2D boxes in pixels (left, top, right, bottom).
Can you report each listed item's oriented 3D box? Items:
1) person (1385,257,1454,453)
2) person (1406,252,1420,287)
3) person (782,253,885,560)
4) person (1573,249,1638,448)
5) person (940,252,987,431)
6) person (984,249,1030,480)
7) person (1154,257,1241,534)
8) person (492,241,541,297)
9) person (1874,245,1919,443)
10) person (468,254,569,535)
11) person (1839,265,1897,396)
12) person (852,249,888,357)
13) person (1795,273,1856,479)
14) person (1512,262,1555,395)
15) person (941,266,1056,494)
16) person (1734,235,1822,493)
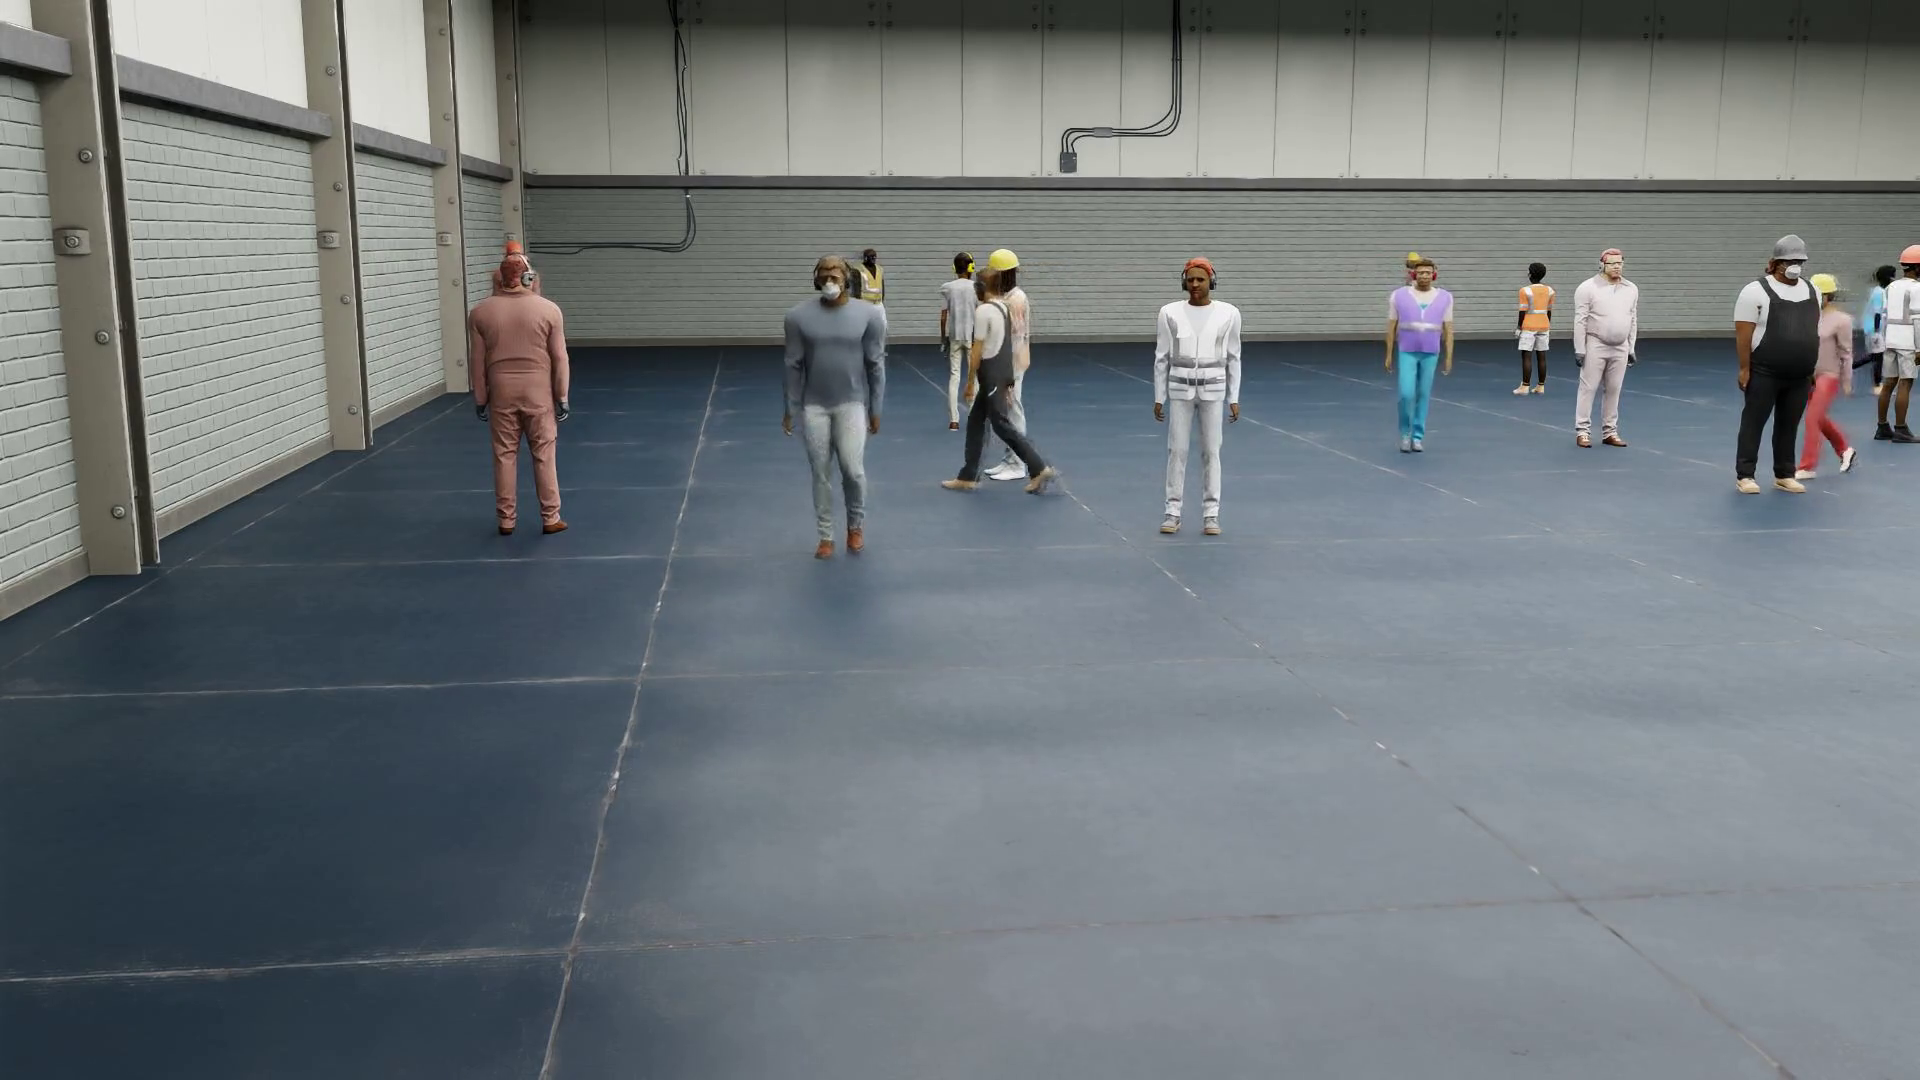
[{"bbox_3d":[4.310,-1.719,15.563,0.604,1.824,0.606,1,10,6],"label":"person"},{"bbox_3d":[8.073,-4.256,29.716,0.307,1.745,0.484,4,11,23],"label":"person"},{"bbox_3d":[-0.796,-0.819,10.405,0.635,1.925,0.439,1,10,6],"label":"person"},{"bbox_3d":[6.237,-1.843,16.048,0.644,1.908,0.408,-2,10,-10],"label":"person"},{"bbox_3d":[0.043,-2.066,17.386,0.520,1.865,0.327,2,11,13],"label":"person"},{"bbox_3d":[0.394,-1.458,13.899,0.374,1.920,0.584,-1,10,-6],"label":"person"},{"bbox_3d":[1.613,-0.974,11.342,0.586,1.882,0.340,2,11,11],"label":"person"},{"bbox_3d":[-5.771,-2.911,21.709,0.634,1.974,0.785,-2,11,-12],"label":"person"},{"bbox_3d":[9.337,-1.928,16.422,0.360,1.939,0.543,-1,10,-7],"label":"person"},{"bbox_3d":[-2.982,-0.981,11.328,0.652,1.904,0.402,-1,10,-5],"label":"person"},{"bbox_3d":[11.656,-2.684,21.302,0.661,1.673,0.533,5,12,26],"label":"person"},{"bbox_3d":[-1.467,-3.944,27.789,0.663,1.820,0.642,-8,13,-38],"label":"person"},{"bbox_3d":[7.312,-1.379,14.007,0.814,1.727,0.537,-3,11,-18],"label":"person"},{"bbox_3d":[7.348,-2.698,21.308,0.540,1.696,0.316,-4,11,-21],"label":"person"},{"bbox_3d":[0.328,-1.257,13.121,0.918,1.807,0.515,4,11,19],"label":"person"},{"bbox_3d":[6.488,-1.376,13.117,0.689,2.000,0.539,-1,10,-7],"label":"person"}]
